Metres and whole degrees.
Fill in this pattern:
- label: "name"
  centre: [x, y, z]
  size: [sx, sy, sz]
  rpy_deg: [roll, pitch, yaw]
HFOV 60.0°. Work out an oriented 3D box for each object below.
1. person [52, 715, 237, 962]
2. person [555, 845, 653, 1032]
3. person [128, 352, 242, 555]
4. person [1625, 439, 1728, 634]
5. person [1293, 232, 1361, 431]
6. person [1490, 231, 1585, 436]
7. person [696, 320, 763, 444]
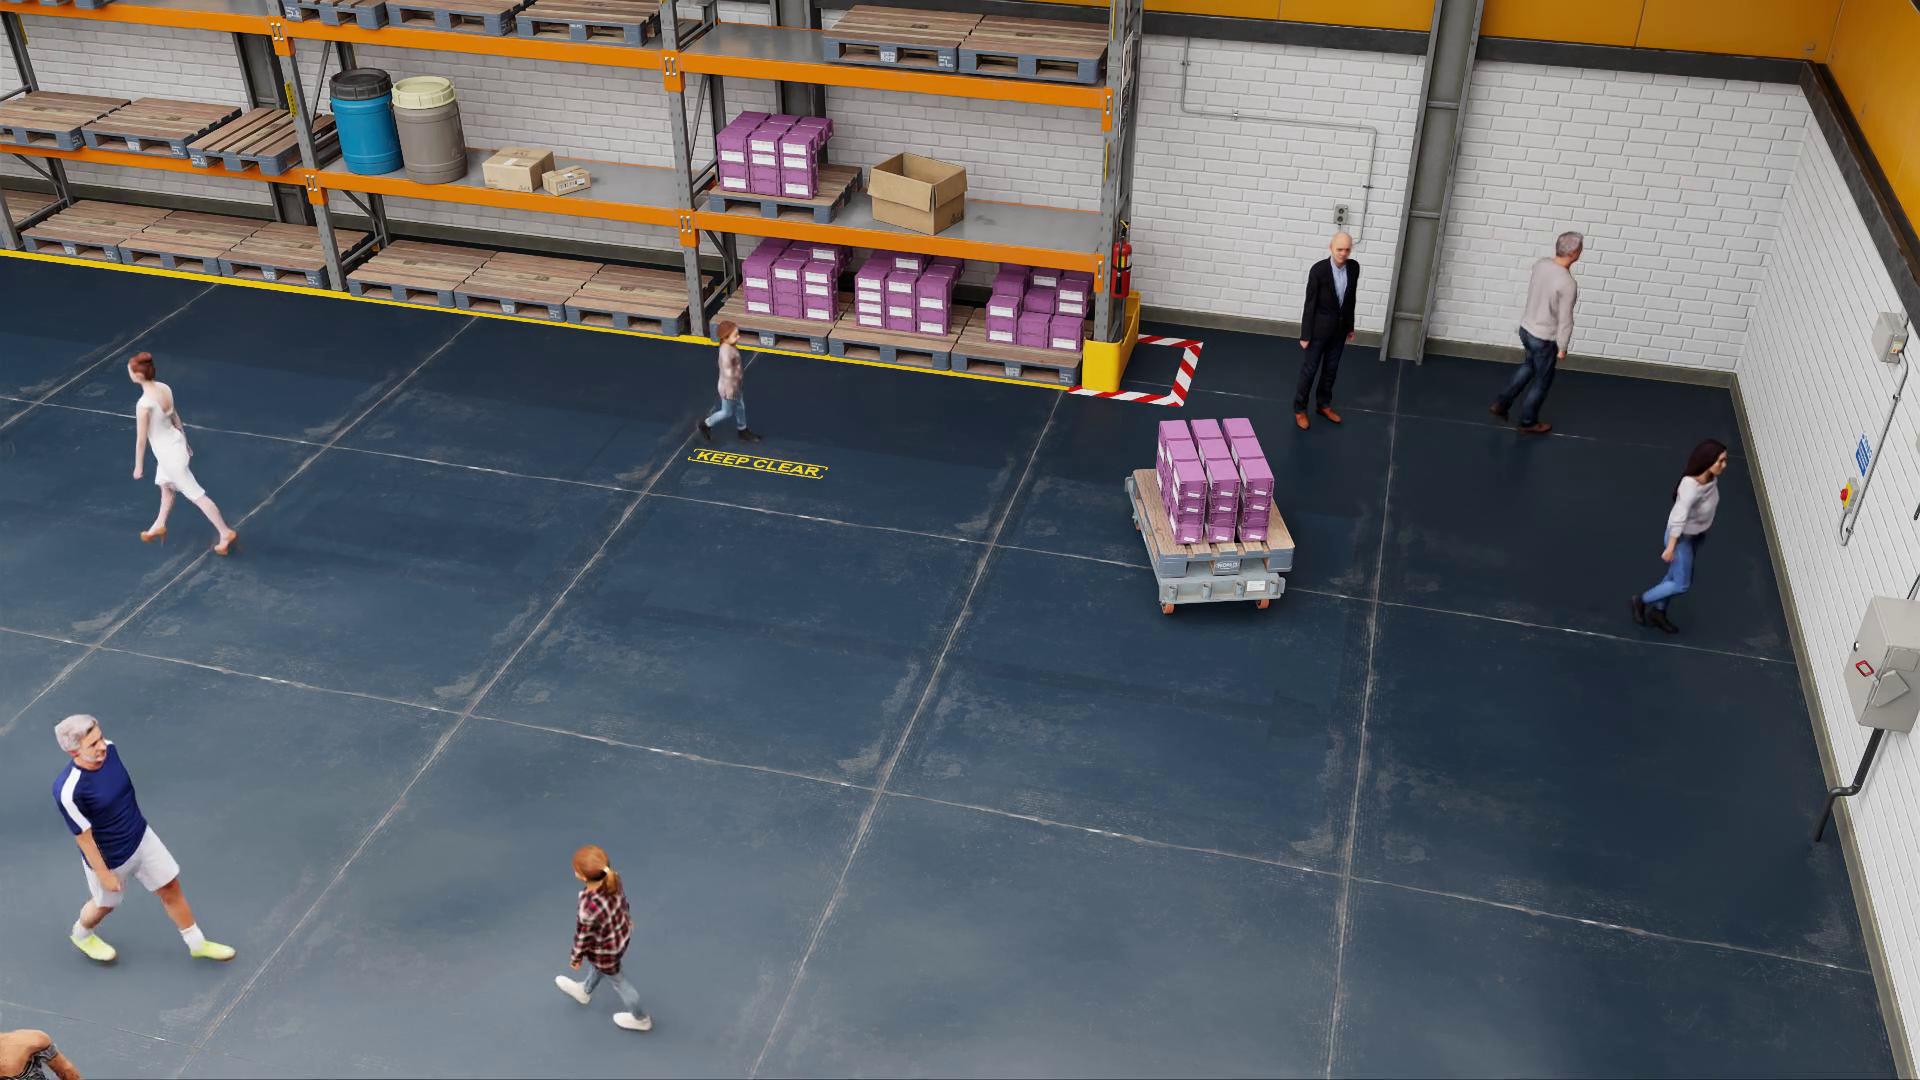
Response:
- label: "person"
  centre: [-4.734, 1.687, 9.161]
  size: [1.212, 1.794, 0.726]
  rpy_deg: [6, 34, 9]
- label: "person"
  centre: [-1.834, 2.165, 8.903]
  size: [0.817, 1.281, 0.548]
  rpy_deg: [10, 35, 14]
- label: "person"
  centre: [-5.881, -0.605, 12.640]
  size: [1.075, 1.758, 0.763]
  rpy_deg: [0, 34, -1]
- label: "person"
  centre: [5.101, -0.036, 11.907]
  size: [0.751, 1.623, 0.714]
  rpy_deg: [22, 40, 30]
- label: "person"
  centre: [3.204, -1.848, 14.475]
  size: [0.718, 1.797, 0.826]
  rpy_deg: [-12, 35, -17]
- label: "person"
  centre: [4.913, -1.742, 14.230]
  size: [0.988, 1.893, 0.931]
  rpy_deg: [-8, 34, -12]
- label: "person"
  centre: [-2.022, -1.339, 14.266]
  size: [0.822, 1.180, 0.580]
  rpy_deg: [2, 34, 3]
